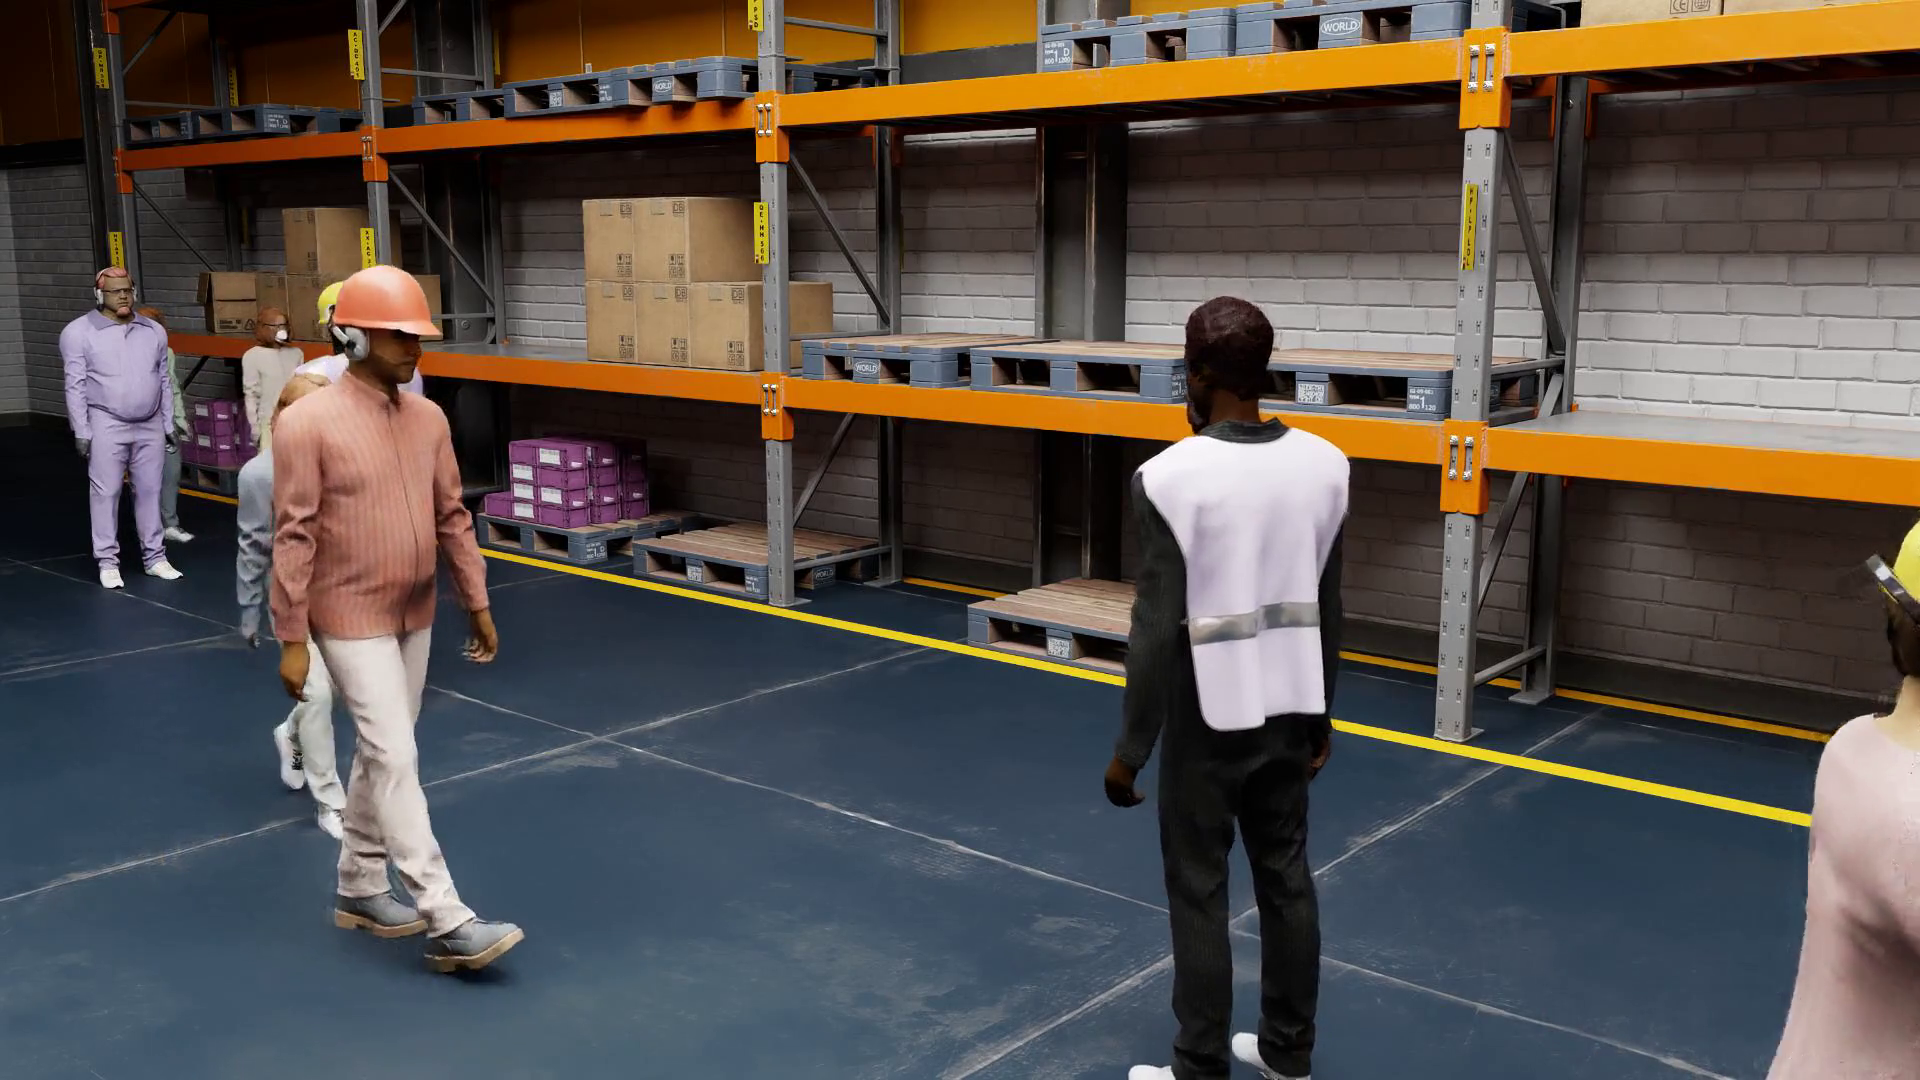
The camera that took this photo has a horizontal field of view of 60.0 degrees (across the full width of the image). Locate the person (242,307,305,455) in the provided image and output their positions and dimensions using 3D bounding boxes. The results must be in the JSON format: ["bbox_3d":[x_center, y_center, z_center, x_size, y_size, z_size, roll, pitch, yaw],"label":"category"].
[{"bbox_3d":[-4.698,-0.783,11.476,0.281,1.611,0.499,5,11,27],"label":"person"}]

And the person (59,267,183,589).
[{"bbox_3d":[-5.008,-0.674,10.000,0.409,1.909,0.641,7,12,37],"label":"person"}]

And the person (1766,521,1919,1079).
[{"bbox_3d":[1.208,0.796,2.083,0.395,1.749,0.525,3,11,18],"label":"person"}]

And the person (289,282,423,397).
[{"bbox_3d":[-2.681,-0.218,7.507,0.583,1.880,0.995,-8,13,-39],"label":"person"}]

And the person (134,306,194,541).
[{"bbox_3d":[-5.501,-0.765,11.316,0.288,1.631,0.540,4,11,23],"label":"person"}]

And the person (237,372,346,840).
[{"bbox_3d":[-2.302,0.205,5.852,0.694,1.606,0.513,8,13,39],"label":"person"}]

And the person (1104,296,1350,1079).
[{"bbox_3d":[0.633,0.408,3.839,0.602,1.912,0.400,-6,12,-31],"label":"person"}]

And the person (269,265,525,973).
[{"bbox_3d":[-1.529,0.224,4.705,0.823,1.962,0.649,4,11,21],"label":"person"}]
